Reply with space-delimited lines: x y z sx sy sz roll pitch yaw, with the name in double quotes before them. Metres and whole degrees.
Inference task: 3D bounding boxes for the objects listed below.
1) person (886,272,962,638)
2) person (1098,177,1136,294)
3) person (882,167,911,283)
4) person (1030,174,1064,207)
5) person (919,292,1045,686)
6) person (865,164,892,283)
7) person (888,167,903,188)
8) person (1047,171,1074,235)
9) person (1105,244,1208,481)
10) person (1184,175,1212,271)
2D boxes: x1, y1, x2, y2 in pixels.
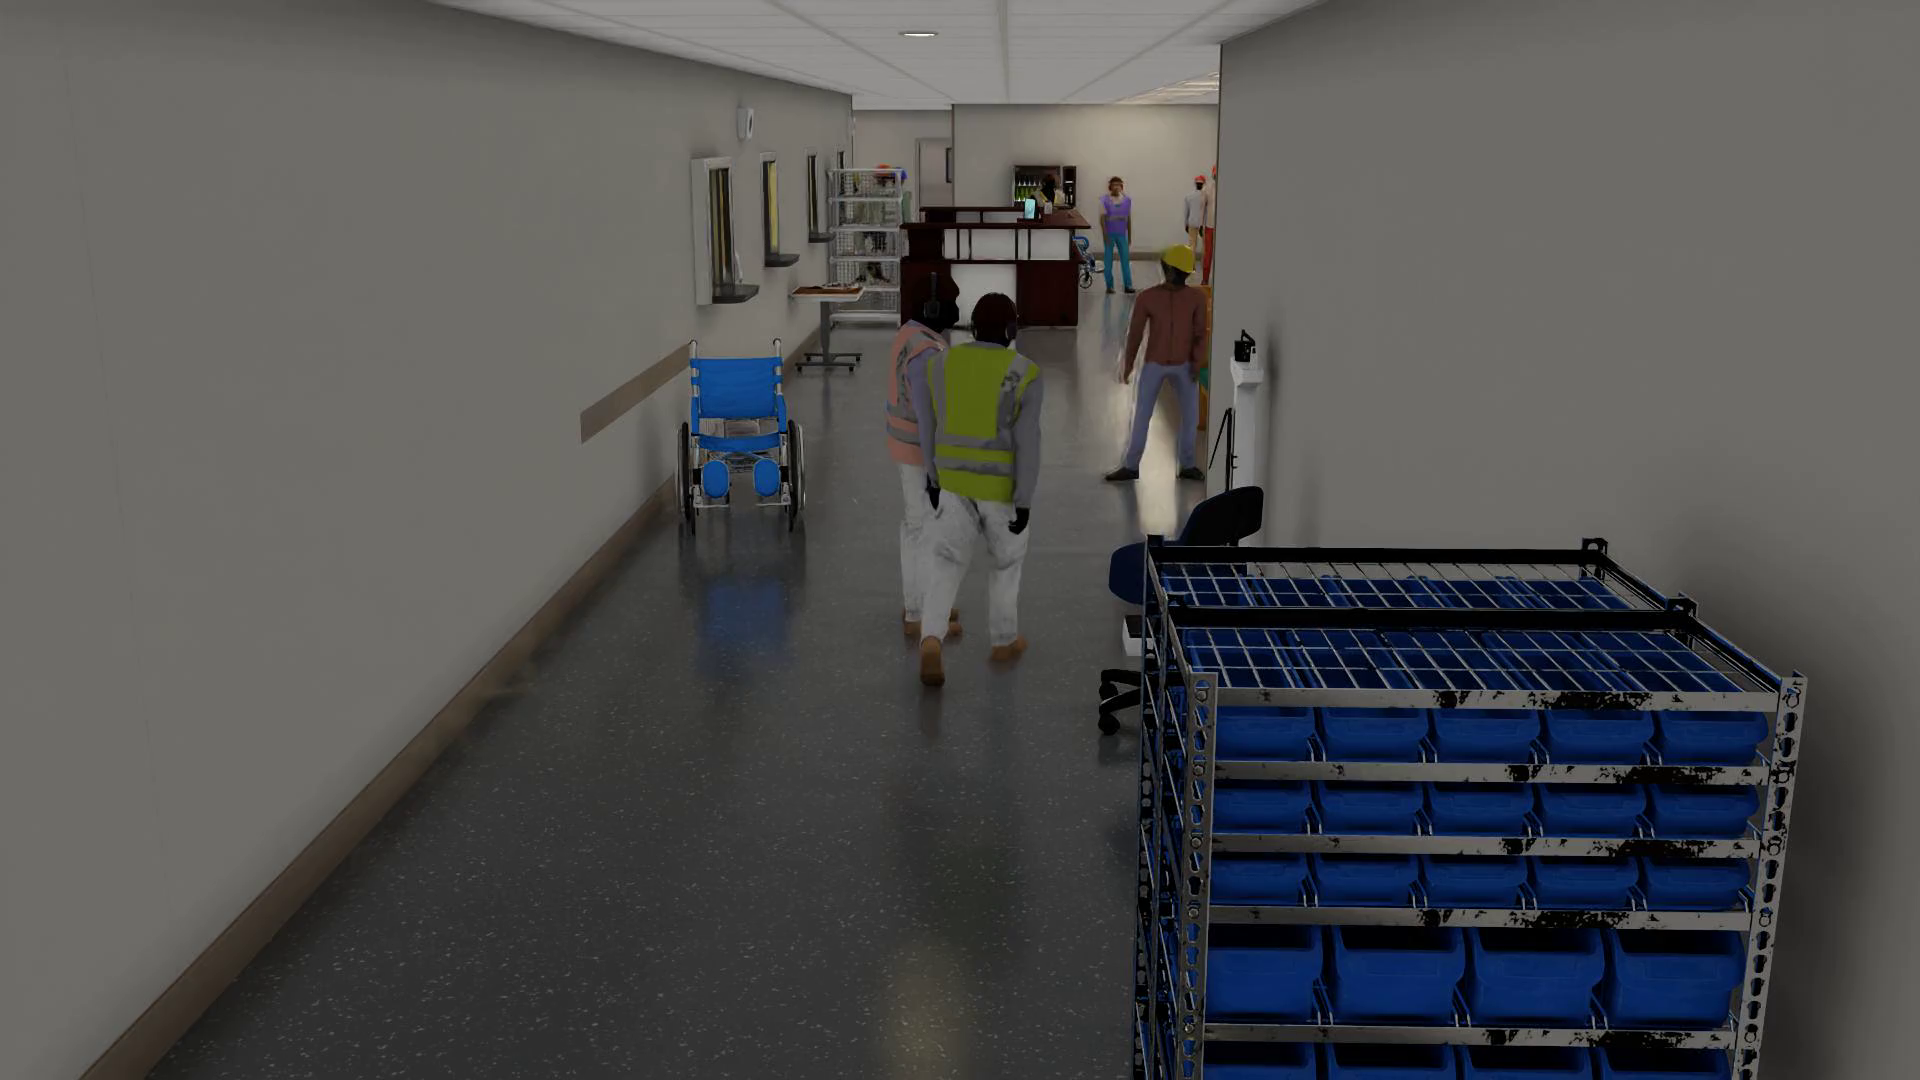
"person" -0.149 -0.423 8.387 0.431 1.836 0.619 -2 14 -8
"person" 2.450 -4.719 25.869 0.579 1.808 0.858 -3 14 -12
"person" -1.040 -5.104 27.185 0.452 1.936 0.635 -12 18 -40
"person" 1.410 -4.967 26.821 0.628 1.835 0.429 -6 15 -24
"person" 0.066 -0.230 7.690 0.636 1.806 0.885 7 15 25
"person" -1.361 -5.316 27.961 0.631 1.969 0.656 12 18 39
"person" -1.424 -7.050 35.423 0.375 1.756 0.570 13 19 42
"person" 1.554 -5.289 28.068 0.985 1.867 0.636 12 18 40
"person" 1.419 -1.257 11.988 0.767 1.733 0.348 0 14 -2
"person" 4.389 -5.787 30.376 0.576 1.715 0.796 6 15 22
